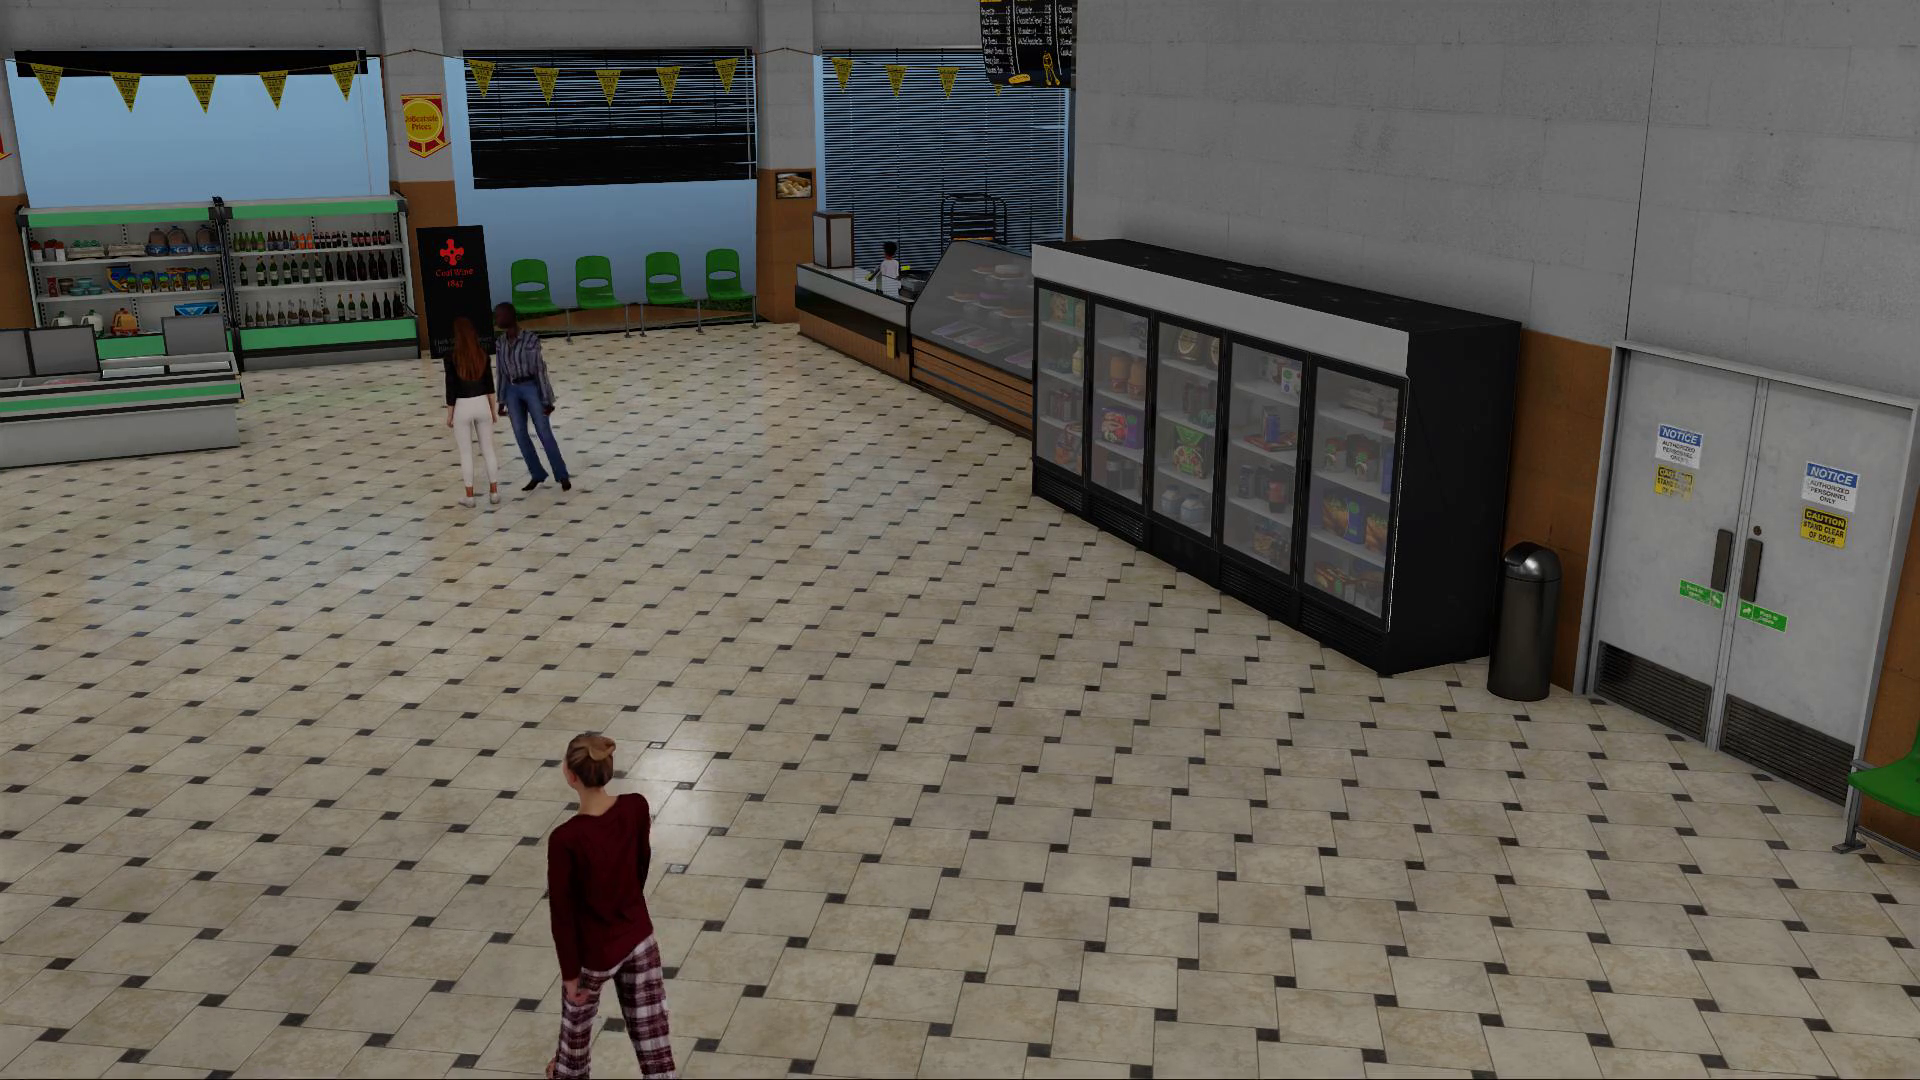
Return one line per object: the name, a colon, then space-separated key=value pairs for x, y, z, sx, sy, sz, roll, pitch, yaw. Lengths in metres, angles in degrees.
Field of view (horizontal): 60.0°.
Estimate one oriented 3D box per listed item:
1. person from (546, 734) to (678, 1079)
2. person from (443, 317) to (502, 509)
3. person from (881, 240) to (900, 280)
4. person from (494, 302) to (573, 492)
person: x=-1.237 y=1.536 z=6.133 sx=1.120 sy=1.643 sz=0.888 roll=-14 pitch=22 yaw=-38
person: x=-4.360 y=-1.145 z=14.864 sx=0.484 sy=1.699 sz=0.681 roll=-10 pitch=19 yaw=-29
person: x=-1.013 y=-3.684 z=23.979 sx=0.512 sy=1.262 sz=0.603 roll=-14 pitch=22 yaw=-39
person: x=-3.927 y=-1.285 z=15.227 sx=0.841 sy=1.756 sz=0.927 roll=1 pitch=17 yaw=4
